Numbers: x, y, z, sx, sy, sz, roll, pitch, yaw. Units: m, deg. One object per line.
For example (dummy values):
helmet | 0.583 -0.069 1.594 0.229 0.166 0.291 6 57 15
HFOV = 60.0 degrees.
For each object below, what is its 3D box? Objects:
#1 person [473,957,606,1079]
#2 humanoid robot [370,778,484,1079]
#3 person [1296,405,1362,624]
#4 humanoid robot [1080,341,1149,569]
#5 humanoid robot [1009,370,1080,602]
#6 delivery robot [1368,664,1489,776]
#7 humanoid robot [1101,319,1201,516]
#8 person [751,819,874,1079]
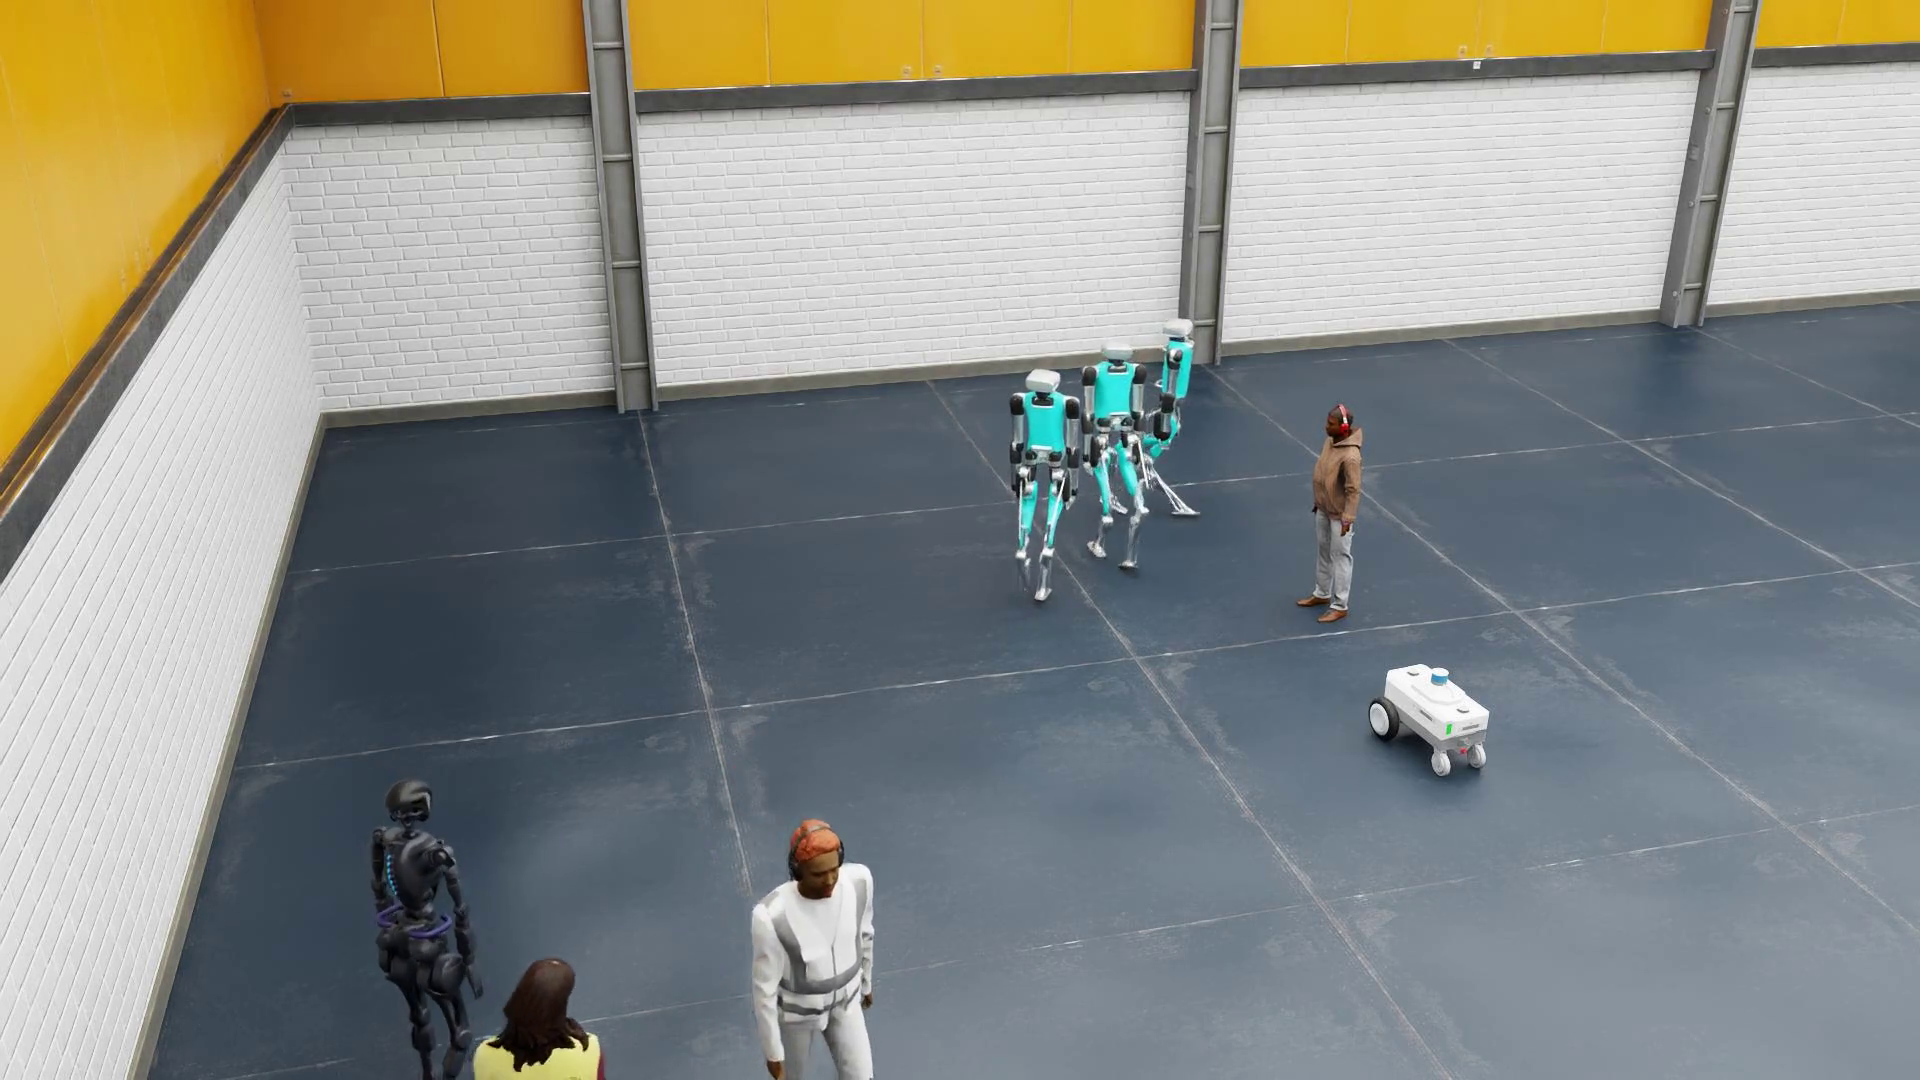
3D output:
person | -1.535 2.357 6.186 0.499 1.736 0.483 -3 24 -6
humanoid robot | -2.427 1.853 7.414 0.596 1.647 0.466 12 26 24
person | 2.734 -0.199 12.090 0.314 1.651 0.462 -7 25 -15
humanoid robot | 1.254 -0.591 12.897 0.543 1.753 0.929 -5 24 -11
humanoid robot | 0.569 -0.283 12.285 0.550 1.868 0.698 7 25 15
delivery robot | 2.990 1.092 10.549 0.499 0.614 0.791 -9 25 -19
humanoid robot | 1.533 -0.989 13.850 1.021 1.774 0.542 7 25 16
person | -0.547 1.995 6.876 0.604 1.839 0.921 -14 28 -29
